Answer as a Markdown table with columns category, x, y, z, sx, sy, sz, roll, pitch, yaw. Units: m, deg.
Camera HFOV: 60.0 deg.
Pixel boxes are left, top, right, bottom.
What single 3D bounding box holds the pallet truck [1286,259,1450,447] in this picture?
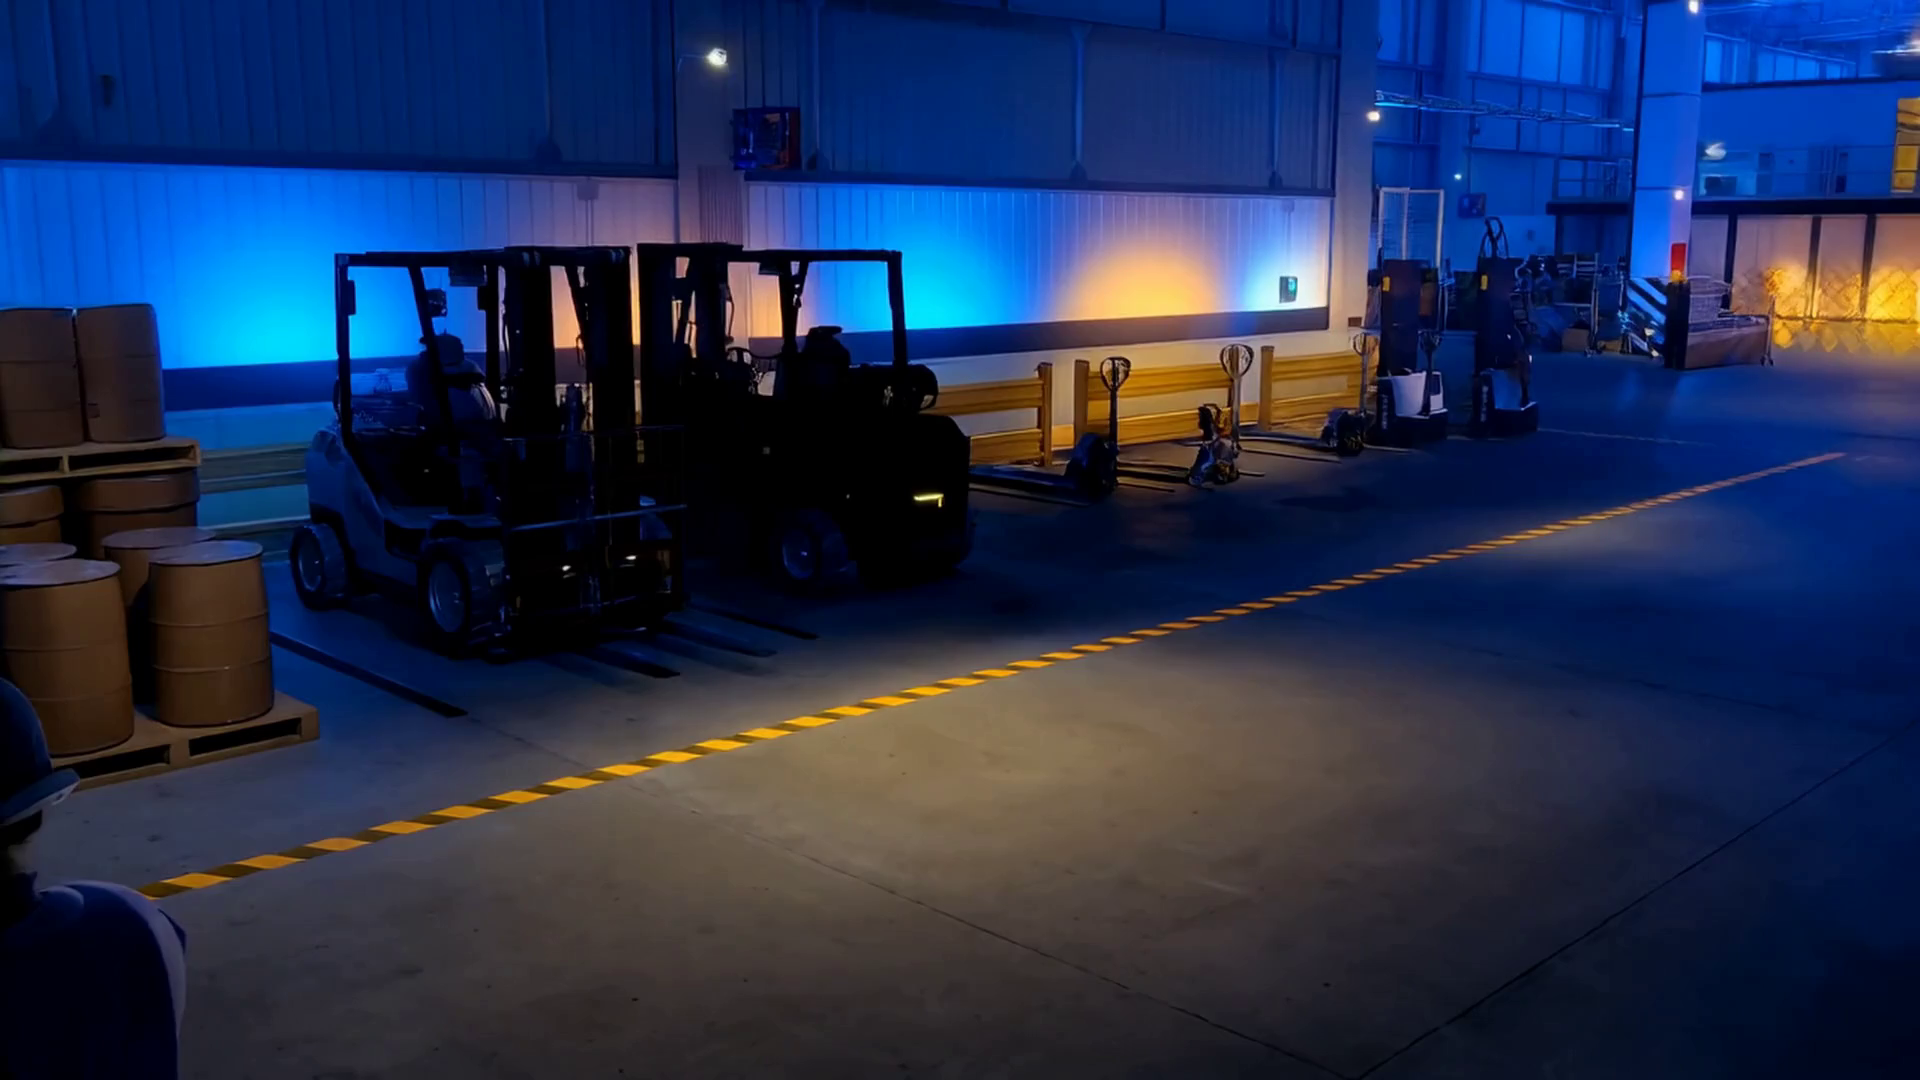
| category | x | y | z | sx | sy | sz | roll | pitch | yaw |
| --- | --- | --- | --- | --- | --- | --- | --- | --- | --- |
| pallet truck | 4.493 | -2.078 | 18.196 | 0.823 | 1.965 | 1.885 | -9 | 14 | -40 |

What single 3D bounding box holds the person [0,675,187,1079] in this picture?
| category | x | y | z | sx | sy | sz | roll | pitch | yaw |
| --- | --- | --- | --- | --- | --- | --- | --- | --- | --- |
| person | -1.053 | 1.007 | 1.822 | 0.404 | 1.833 | 0.590 | -1 | 10 | -4 |

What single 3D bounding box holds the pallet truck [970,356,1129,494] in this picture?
| category | x | y | z | sx | sy | sz | roll | pitch | yaw |
| --- | --- | --- | --- | --- | --- | --- | --- | --- | --- |
| pallet truck | 0.784 | -1.085 | 14.876 | 0.680 | 1.201 | 1.601 | -10 | 14 | -44 |

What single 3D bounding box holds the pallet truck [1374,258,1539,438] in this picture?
| category | x | y | z | sx | sy | sz | roll | pitch | yaw |
| --- | --- | --- | --- | --- | --- | --- | --- | --- | --- |
| pallet truck | 5.704 | -2.208 | 18.901 | 1.885 | 1.965 | 0.823 | 10 | 14 | 43 |

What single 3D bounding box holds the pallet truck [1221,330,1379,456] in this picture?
| category | x | y | z | sx | sy | sz | roll | pitch | yaw |
| --- | --- | --- | --- | --- | --- | --- | --- | --- | --- |
| pallet truck | 3.563 | -1.581 | 17.381 | 0.653 | 1.274 | 1.630 | -10 | 14 | -44 |

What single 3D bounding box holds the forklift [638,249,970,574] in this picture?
| category | x | y | z | sx | sy | sz | roll | pitch | yaw |
| --- | --- | --- | --- | --- | --- | --- | --- | --- | --- |
| forklift | -1.173 | -0.958 | 11.239 | 2.680 | 1.987 | 1.157 | 10 | 14 | 43 |

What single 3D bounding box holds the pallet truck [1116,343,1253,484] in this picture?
| category | x | y | z | sx | sy | sz | roll | pitch | yaw |
| --- | --- | --- | --- | --- | --- | --- | --- | --- | --- |
| pallet truck | 1.962 | -1.215 | 15.415 | 1.522 | 1.261 | 0.704 | 10 | 14 | 43 |

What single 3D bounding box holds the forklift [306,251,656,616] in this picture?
| category | x | y | z | sx | sy | sz | roll | pitch | yaw |
| --- | --- | --- | --- | --- | --- | --- | --- | --- | --- |
| forklift | -2.833 | -0.669 | 9.694 | 1.157 | 1.987 | 2.680 | -10 | 14 | -44 |
